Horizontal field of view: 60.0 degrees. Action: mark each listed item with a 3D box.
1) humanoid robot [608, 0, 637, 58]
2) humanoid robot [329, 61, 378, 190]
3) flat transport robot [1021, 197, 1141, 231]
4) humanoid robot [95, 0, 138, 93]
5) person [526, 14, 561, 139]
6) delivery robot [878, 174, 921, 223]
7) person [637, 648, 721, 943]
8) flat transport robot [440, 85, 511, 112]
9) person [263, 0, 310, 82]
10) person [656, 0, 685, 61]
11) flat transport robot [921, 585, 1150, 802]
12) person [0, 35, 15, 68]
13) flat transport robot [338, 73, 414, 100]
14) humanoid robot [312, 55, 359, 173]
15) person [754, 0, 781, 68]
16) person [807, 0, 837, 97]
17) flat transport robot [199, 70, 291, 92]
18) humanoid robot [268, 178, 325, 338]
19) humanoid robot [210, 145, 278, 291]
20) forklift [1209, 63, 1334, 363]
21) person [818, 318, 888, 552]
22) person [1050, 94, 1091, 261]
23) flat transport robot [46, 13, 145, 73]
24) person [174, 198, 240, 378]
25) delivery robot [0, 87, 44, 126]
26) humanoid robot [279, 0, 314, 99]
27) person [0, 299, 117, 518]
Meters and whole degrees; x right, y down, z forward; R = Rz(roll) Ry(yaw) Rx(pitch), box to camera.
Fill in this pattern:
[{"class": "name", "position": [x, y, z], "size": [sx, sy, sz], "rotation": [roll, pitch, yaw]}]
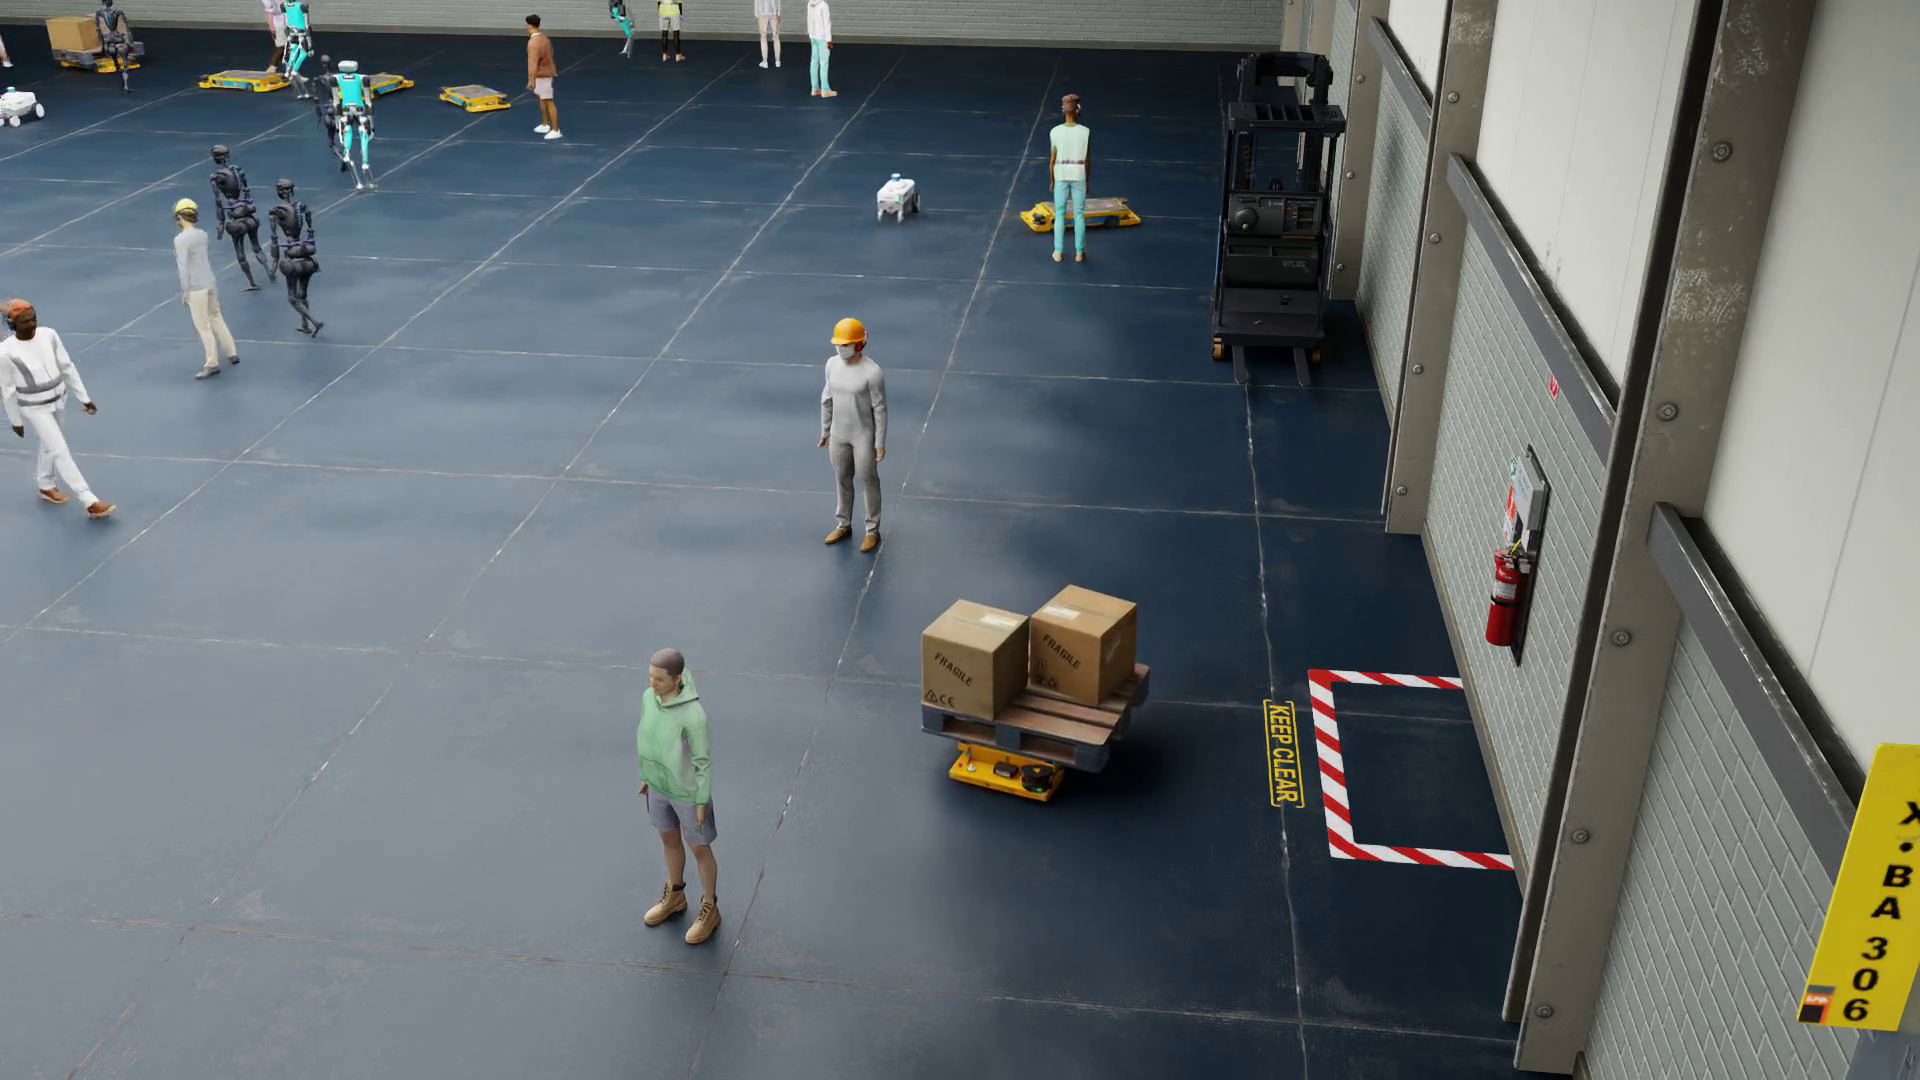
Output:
[{"class": "humanoid robot", "position": [-6.334, -9.958, 31.501], "size": [0.741, 1.894, 0.564], "rotation": [-18, 32, -32]}, {"class": "humanoid robot", "position": [-8.222, -5.549, 22.598], "size": [0.546, 1.792, 0.843], "rotation": [-5, 27, -10]}, {"class": "flat transport robot", "position": [1.563, -4.216, 21.555], "size": [1.431, 0.231, 0.659], "rotation": [-6, 27, -12]}, {"class": "humanoid robot", "position": [-14.577, -8.615, 28.792], "size": [0.610, 1.628, 0.716], "rotation": [-2, 27, -4]}, {"class": "person", "position": [-6.493, -7.193, 25.754], "size": [0.577, 1.824, 0.881], "rotation": [3, 27, 6]}, {"class": "delivery robot", "position": [-0.830, -4.490, 21.781], "size": [0.499, 0.592, 0.791], "rotation": [6, 27, 12]}, {"class": "person", "position": [-1.493, 1.334, 8.830], "size": [0.472, 1.743, 0.347], "rotation": [17, 31, 30]}, {"class": "flat transport robot", "position": [-8.166, -7.432, 27.975], "size": [0.659, 0.231, 1.431], "rotation": [-19, 32, -33]}, {"class": "person", "position": [-11.992, -9.081, 29.311], "size": [0.618, 2.019, 0.640], "rotation": [9, 28, 17]}, {"class": "person", "position": [-5.437, -9.871, 31.257], "size": [0.529, 1.691, 0.318], "rotation": [6, 27, 12]}, {"class": "flat transport robot", "position": [0.509, 1.183, 10.776], "size": [0.659, 0.231, 1.431], "rotation": [11, 29, 21]}, {"class": "person", "position": [-17.949, -9.592, 30.530], "size": [0.930, 1.851, 0.688], "rotation": [19, 32, 33]}, {"class": "flat transport robot", "position": [-10.176, -7.839, 28.788], "size": [0.659, 0.231, 1.431], "rotation": [9, 28, 17]}, {"class": "humanoid robot", "position": [-8.849, -6.061, 23.662], "size": [0.598, 1.639, 0.476], "rotation": [-19, 32, -32]}, {"class": "person", "position": [-3.539, -9.680, 30.670], "size": [0.511, 1.874, 0.384], "rotation": [-9, 28, -17]}, {"class": "person", "position": [-2.383, -8.549, 28.370], "size": [0.493, 1.915, 0.359], "rotation": [24, 35, 39]}, {"class": "flat transport robot", "position": [-12.569, -8.071, 29.250], "size": [1.431, 0.231, 0.659], "rotation": [8, 28, 15]}, {"class": "humanoid robot", "position": [-6.935, -2.965, 17.505], "size": [0.545, 1.623, 0.619], "rotation": [15, 30, 27]}, {"class": "humanoid robot", "position": [-8.149, -3.656, 18.874], "size": [0.432, 1.648, 0.591], "rotation": [8, 28, 16]}, {"class": "forklift", "position": [3.241, -3.477, 17.183], "size": [1.129, 2.768, 1.873], "rotation": [3, 27, 6]}, {"class": "person", "position": [-0.834, -0.824, 12.970], "size": [0.580, 1.895, 0.355], "rotation": [13, 29, 24]}, {"class": "person", "position": [1.303, -4.294, 19.808], "size": [0.482, 1.978, 0.407], "rotation": [3, 27, 5]}, {"class": "flat transport robot", "position": [-15.945, -8.852, 30.809], "size": [1.431, 0.231, 0.659], "rotation": [16, 31, 28]}, {"class": "person", "position": [-7.551, -2.494, 16.501], "size": [0.323, 1.722, 0.646], "rotation": [2, 27, 4]}, {"class": "delivery robot", "position": [-15.180, -6.977, 26.765], "size": [0.499, 0.609, 0.781], "rotation": [2, 27, 4]}, {"class": "humanoid robot", "position": [-11.235, -8.287, 27.979], "size": [0.546, 1.749, 0.682], "rotation": [9, 28, 17]}, {"class": "person", "position": [-7.411, -1.080, 13.550], "size": [0.987, 1.830, 0.576], "rotation": [9, 28, 17]}]
